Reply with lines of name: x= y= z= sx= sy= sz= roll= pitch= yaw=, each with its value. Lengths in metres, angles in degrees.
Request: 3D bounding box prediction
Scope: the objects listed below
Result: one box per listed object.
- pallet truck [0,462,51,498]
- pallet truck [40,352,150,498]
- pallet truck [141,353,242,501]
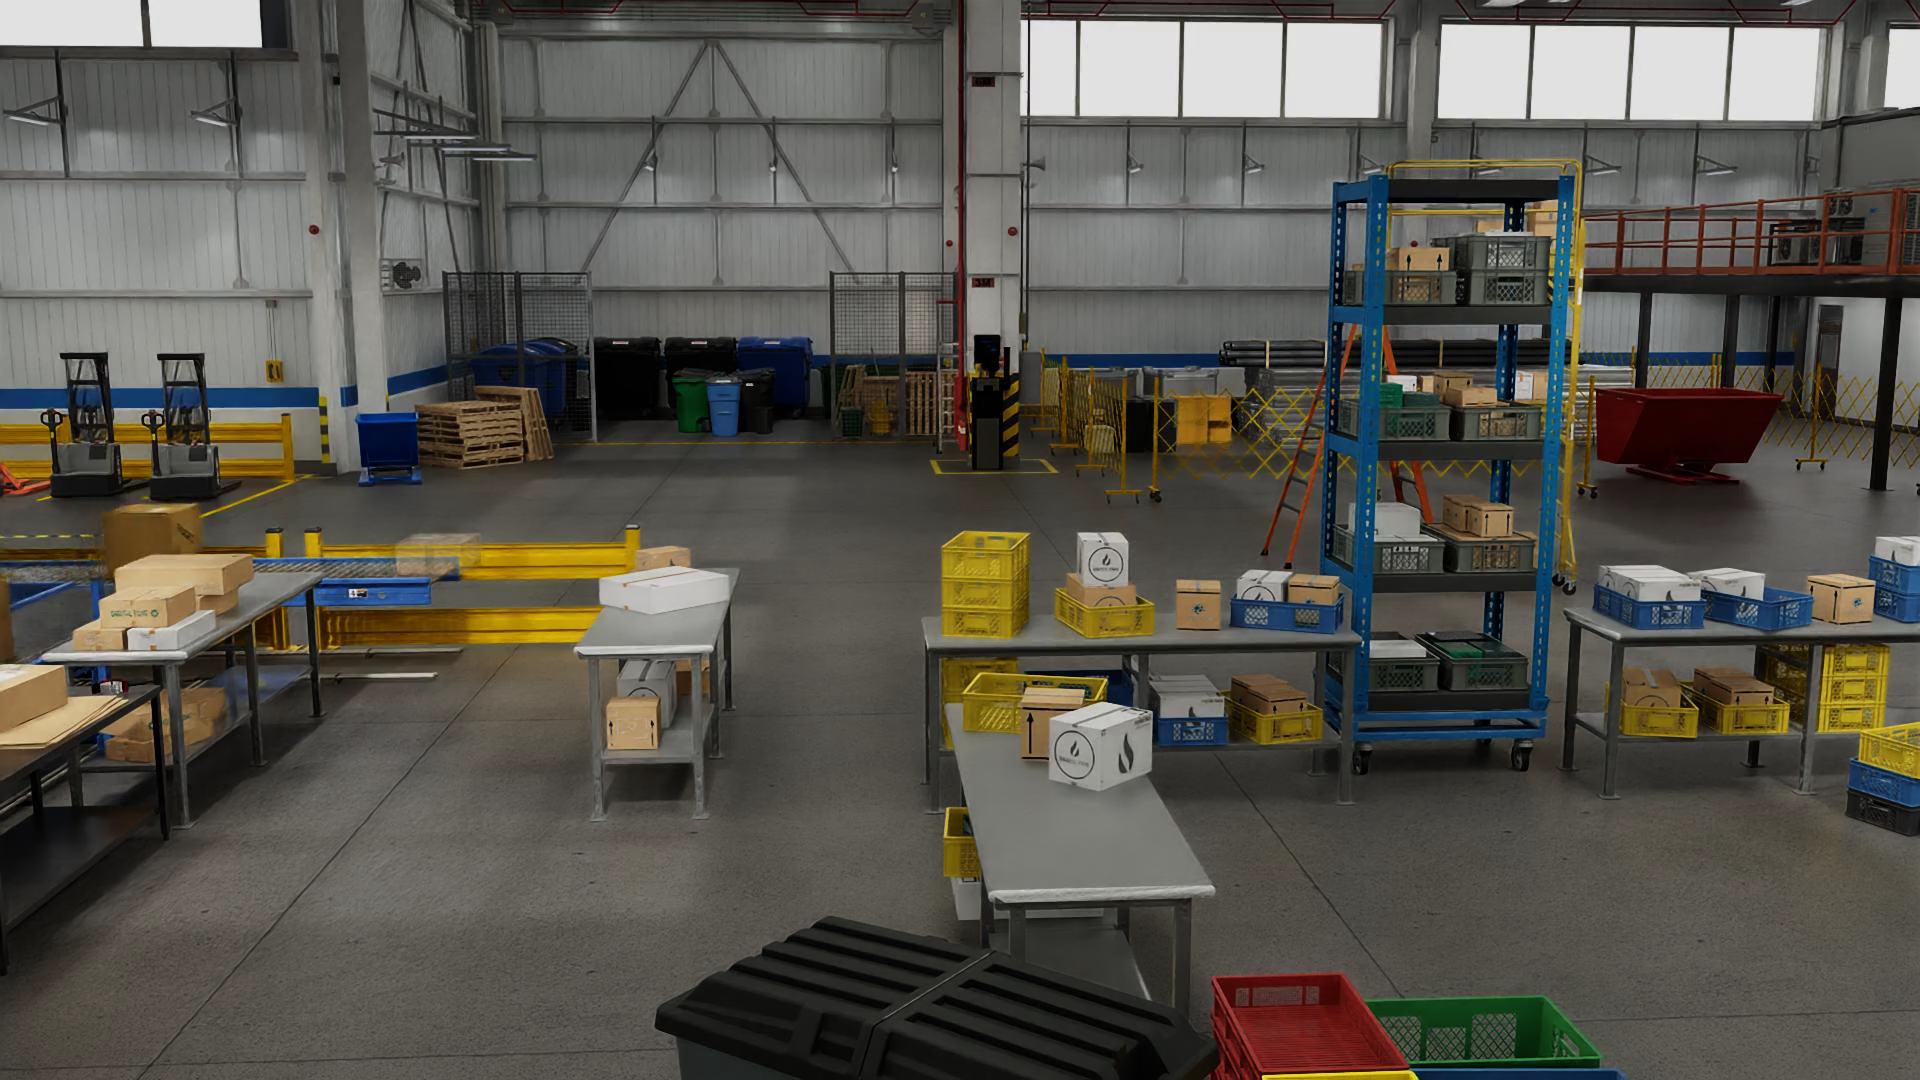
pallet truck: x=-13.193 y=-1.293 z=23.148 sx=0.653 sy=1.274 sz=1.630 roll=-1 pitch=9 yaw=-4
pallet truck: x=-11.907 y=-1.642 z=23.165 sx=0.823 sy=1.965 sz=1.885 roll=0 pitch=9 yaw=0
pallet truck: x=-10.520 y=-1.604 z=22.925 sx=0.823 sy=1.965 sz=1.885 roll=-1 pitch=9 yaw=-6
